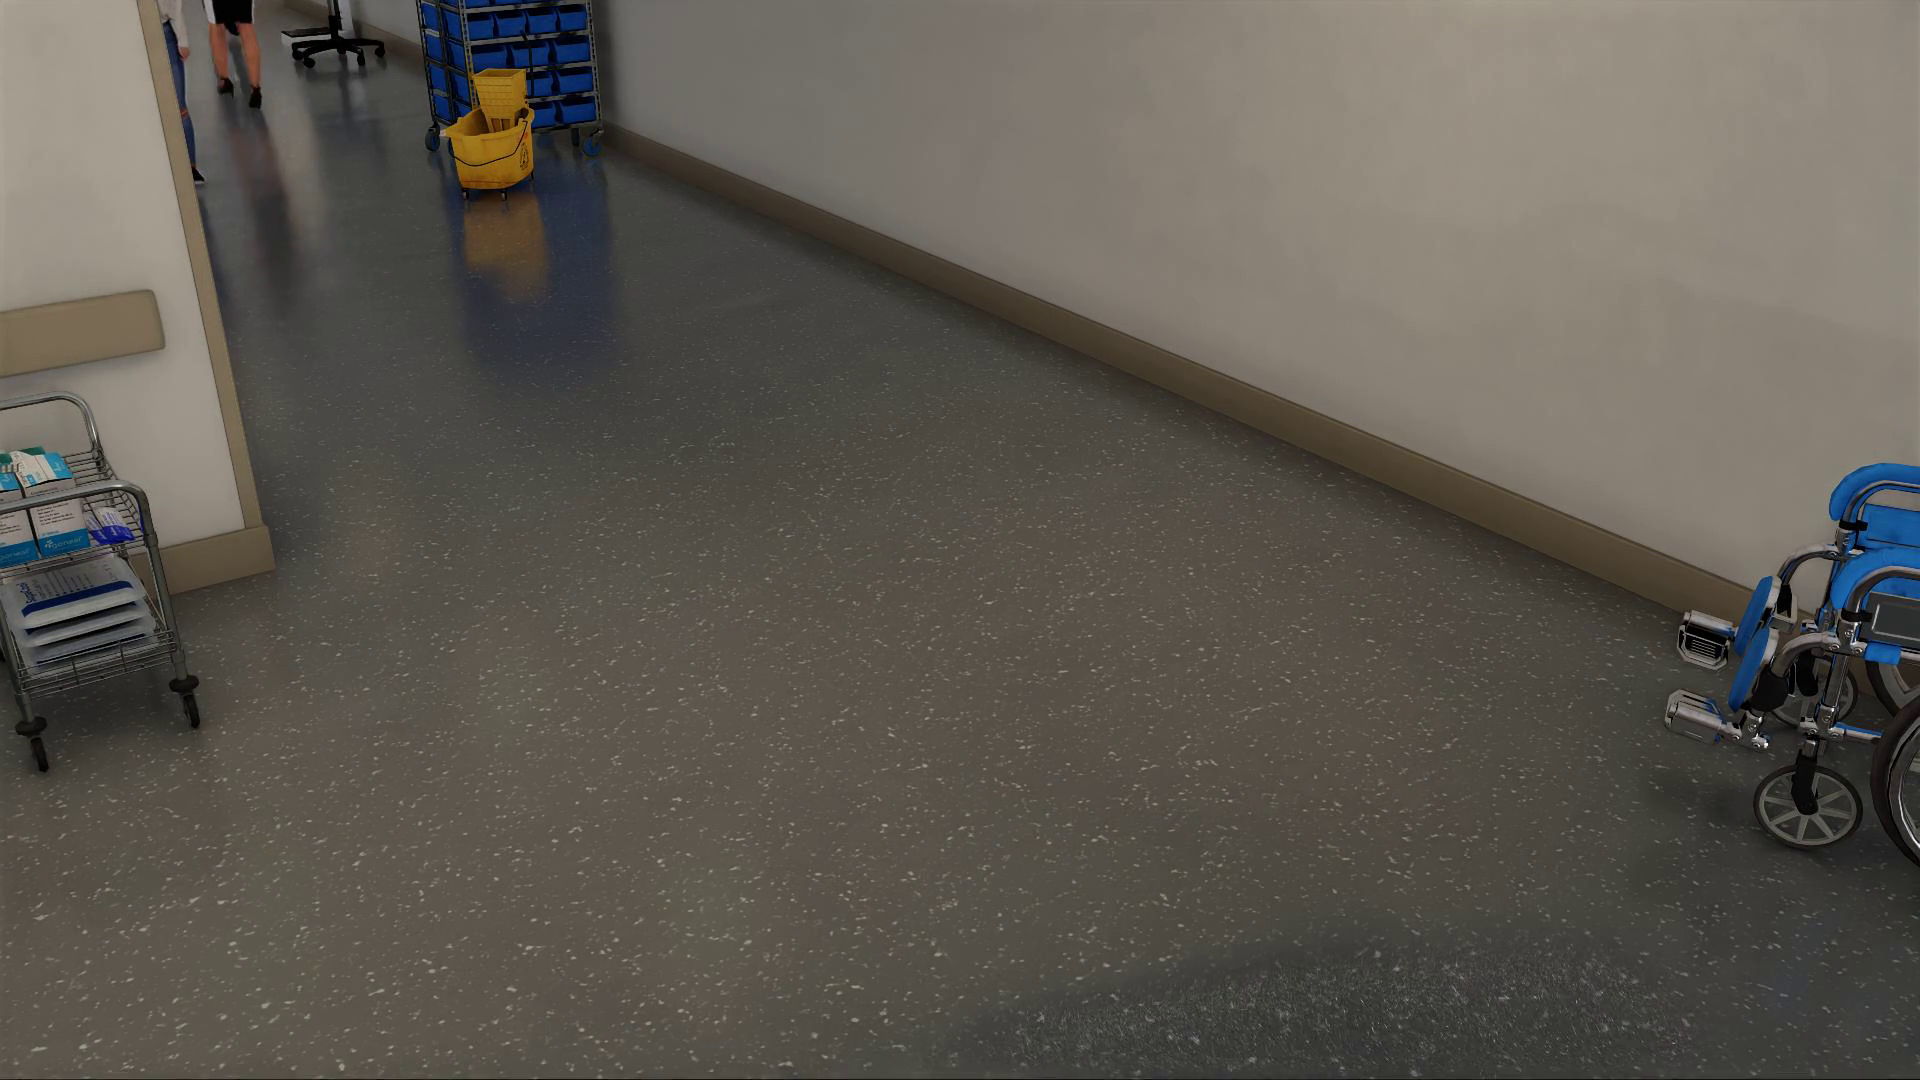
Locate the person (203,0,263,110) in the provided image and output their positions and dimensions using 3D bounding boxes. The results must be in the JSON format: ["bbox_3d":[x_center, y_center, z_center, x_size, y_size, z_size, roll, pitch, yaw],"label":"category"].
[{"bbox_3d":[-5.247,-4.002,11.994,0.884,1.772,0.679,-18,31,-33],"label":"person"}]

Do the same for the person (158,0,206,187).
[{"bbox_3d":[-4.835,-2.939,9.883,0.566,1.691,0.715,-10,27,-19],"label":"person"}]
